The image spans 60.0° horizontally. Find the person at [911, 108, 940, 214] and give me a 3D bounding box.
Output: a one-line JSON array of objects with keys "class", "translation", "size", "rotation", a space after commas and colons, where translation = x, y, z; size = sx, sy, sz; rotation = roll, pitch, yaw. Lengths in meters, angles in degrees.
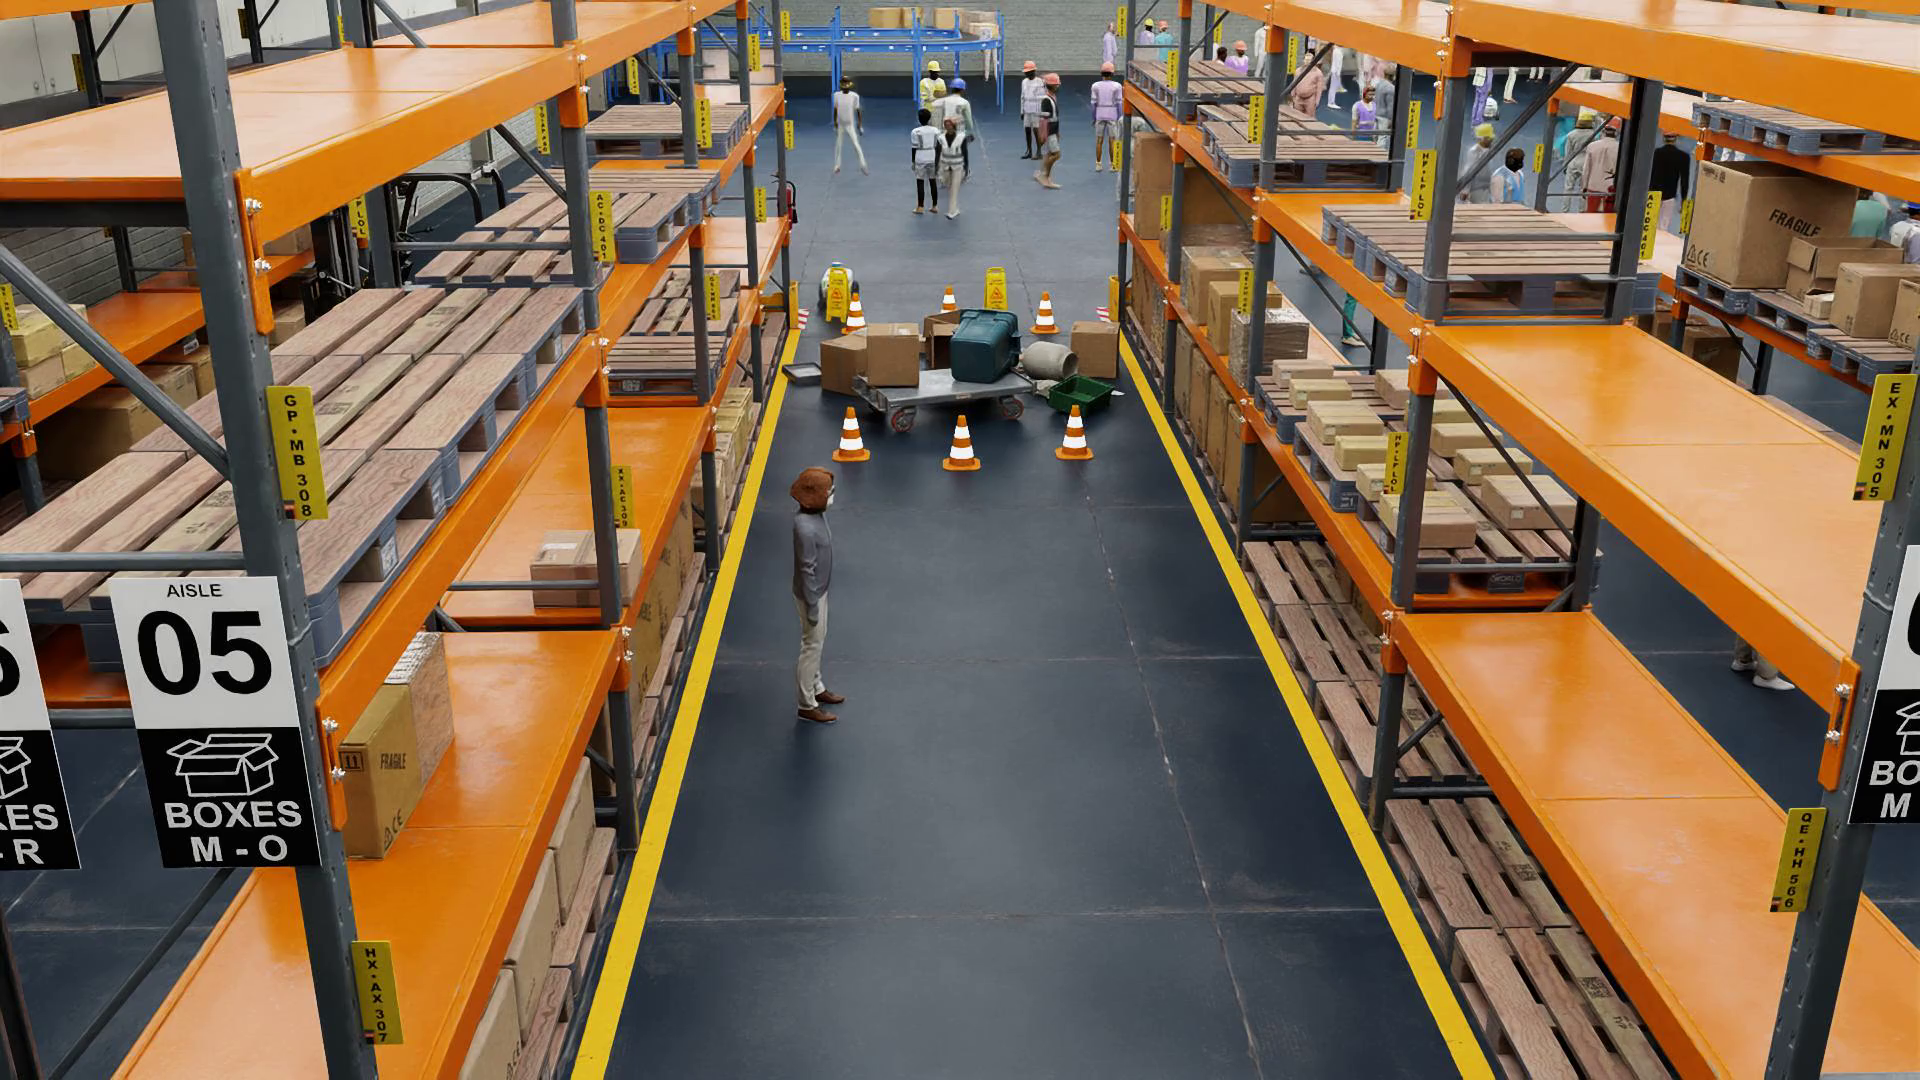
[{"class": "person", "translation": [-0.565, -6.190, 27.205], "size": [0.537, 1.693, 0.319], "rotation": [-12, 24, -29]}]

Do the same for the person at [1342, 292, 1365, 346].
[{"class": "person", "translation": [4.548, -3.111, 18.954], "size": [0.308, 1.772, 0.525], "rotation": [5, 21, 13]}]

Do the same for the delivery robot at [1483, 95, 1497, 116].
[{"class": "delivery robot", "translation": [12.611, -10.362, 39.678], "size": [0.477, 0.478, 0.707], "rotation": [4, 21, 11]}]

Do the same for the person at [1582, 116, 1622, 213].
[{"class": "person", "translation": [9.175, -5.017, 23.682], "size": [0.623, 1.989, 0.401], "rotation": [16, 26, 36]}]

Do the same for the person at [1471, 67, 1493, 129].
[{"class": "person", "translation": [11.885, -10.300, 37.772], "size": [0.412, 1.907, 0.597], "rotation": [-5, 21, -13]}]

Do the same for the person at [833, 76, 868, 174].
[{"class": "person", "translation": [-2.061, -7.806, 31.307], "size": [0.711, 1.829, 0.534], "rotation": [2, 21, 6]}]

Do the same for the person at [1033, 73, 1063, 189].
[{"class": "person", "translation": [1.635, -7.250, 29.534], "size": [0.422, 2.027, 0.614], "rotation": [3, 21, 8]}]

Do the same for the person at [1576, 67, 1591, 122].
[{"class": "person", "translation": [14.464, -10.478, 38.629], "size": [0.295, 1.623, 0.507], "rotation": [12, 24, 29]}]

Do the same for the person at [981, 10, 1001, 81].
[{"class": "person", "translation": [0.907, -14.452, 48.638], "size": [0.622, 1.987, 0.405], "rotation": [-6, 21, -15]}]

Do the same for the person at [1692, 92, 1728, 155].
[{"class": "person", "translation": [15.294, -8.779, 33.779], "size": [0.356, 1.883, 0.573], "rotation": [-10, 23, -24]}]

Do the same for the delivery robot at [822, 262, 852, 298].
[{"class": "delivery robot", "translation": [-1.538, -3.230, 20.828], "size": [0.477, 0.478, 0.707], "rotation": [0, 21, 0]}]

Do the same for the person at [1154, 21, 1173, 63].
[{"class": "person", "translation": [5.335, -12.680, 43.931], "size": [0.622, 1.993, 0.382], "rotation": [-14, 25, -32]}]

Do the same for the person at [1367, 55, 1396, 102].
[{"class": "person", "translation": [9.939, -10.846, 39.189], "size": [0.650, 1.919, 0.442], "rotation": [-2, 21, -6]}]

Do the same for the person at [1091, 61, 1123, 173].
[{"class": "person", "translation": [2.779, -8.001, 31.494], "size": [0.607, 2.048, 0.365], "rotation": [6, 22, 16]}]

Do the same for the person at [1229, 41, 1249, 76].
[{"class": "person", "translation": [6.422, -10.480, 38.220], "size": [0.564, 1.917, 0.410], "rotation": [-12, 24, -28]}]

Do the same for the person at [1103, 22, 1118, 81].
[{"class": "person", "translation": [4.051, -12.988, 44.891], "size": [0.394, 1.899, 0.641], "rotation": [2, 21, 4]}]

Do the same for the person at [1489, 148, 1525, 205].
[{"class": "person", "translation": [7.137, -4.214, 21.792], "size": [0.627, 1.834, 0.431], "rotation": [-18, 27, -39]}]

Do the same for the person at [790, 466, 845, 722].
[{"class": "person", "translation": [-0.877, 0.324, 10.080], "size": [0.285, 1.624, 0.509], "rotation": [1, 21, 1]}]

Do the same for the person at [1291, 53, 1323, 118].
[{"class": "person", "translation": [7.265, -9.251, 34.987], "size": [0.641, 1.913, 0.407], "rotation": [11, 23, 27]}]

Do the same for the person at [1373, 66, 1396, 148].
[{"class": "person", "translation": [8.137, -8.121, 31.985], "size": [0.381, 1.931, 0.628], "rotation": [-6, 22, -15]}]

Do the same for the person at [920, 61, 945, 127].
[{"class": "person", "translation": [-0.527, -8.519, 33.028], "size": [0.587, 1.927, 0.363], "rotation": [-16, 26, -36]}]

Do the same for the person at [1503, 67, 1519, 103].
[{"class": "person", "translation": [14.368, -12.287, 43.092], "size": [0.327, 1.861, 0.506], "rotation": [0, 21, 0]}]

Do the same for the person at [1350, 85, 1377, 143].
[{"class": "person", "translation": [7.101, -7.085, 29.363], "size": [0.562, 1.838, 0.390], "rotation": [-16, 26, -36]}]

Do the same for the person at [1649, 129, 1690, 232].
[{"class": "person", "translation": [9.736, -4.776, 23.102], "size": [0.721, 1.961, 0.642], "rotation": [14, 25, 32]}]

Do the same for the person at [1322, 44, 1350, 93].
[{"class": "person", "translation": [10.307, -13.328, 45.582], "size": [0.782, 2.000, 0.686], "rotation": [13, 24, 30]}]

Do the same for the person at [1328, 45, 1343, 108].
[{"class": "person", "translation": [9.497, -11.778, 41.871], "size": [0.323, 1.765, 0.534], "rotation": [1, 21, 1]}]

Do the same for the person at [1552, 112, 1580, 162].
[{"class": "person", "translation": [11.915, -8.355, 32.741], "size": [0.584, 1.823, 0.534], "rotation": [-14, 25, -33]}]

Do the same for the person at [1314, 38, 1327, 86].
[{"class": "person", "translation": [10.230, -13.828, 47.062], "size": [0.382, 1.929, 0.541], "rotation": [12, 24, 29]}]

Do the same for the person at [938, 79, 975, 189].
[{"class": "person", "translation": [-0.041, -7.307, 29.870], "size": [0.603, 1.882, 1.018], "rotation": [18, 27, 39]}]

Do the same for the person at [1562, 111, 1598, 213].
[{"class": "person", "translation": [9.864, -5.944, 26.489], "size": [0.483, 1.736, 0.311], "rotation": [11, 23, 27]}]

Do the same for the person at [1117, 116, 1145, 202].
[{"class": "person", "translation": [2.925, -6.658, 28.390], "size": [0.491, 1.730, 0.323], "rotation": [9, 23, 22]}]

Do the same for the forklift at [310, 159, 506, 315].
[{"class": "forklift", "translation": [-5.622, -2.910, 17.832], "size": [2.313, 2.155, 1.214], "rotation": [-1, 21, -1]}]

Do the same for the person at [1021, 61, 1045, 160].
[{"class": "person", "translation": [1.419, -8.552, 33.129], "size": [0.552, 1.923, 0.391], "rotation": [18, 27, 39]}]

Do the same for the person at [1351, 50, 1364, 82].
[{"class": "person", "translation": [11.546, -14.111, 48.247], "size": [0.637, 1.615, 0.526], "rotation": [17, 26, 37]}]

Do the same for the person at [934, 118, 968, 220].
[{"class": "person", "translation": [-0.160, -5.952, 26.699], "size": [0.538, 1.585, 0.864], "rotation": [7, 22, 18]}]

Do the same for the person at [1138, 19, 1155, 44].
[{"class": "person", "translation": [5.155, -13.347, 45.793], "size": [0.381, 1.922, 0.594], "rotation": [-16, 26, -35]}]

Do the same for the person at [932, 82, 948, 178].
[{"class": "person", "translation": [-0.363, -7.598, 30.851], "size": [0.294, 1.744, 0.486], "rotation": [17, 27, 38]}]
